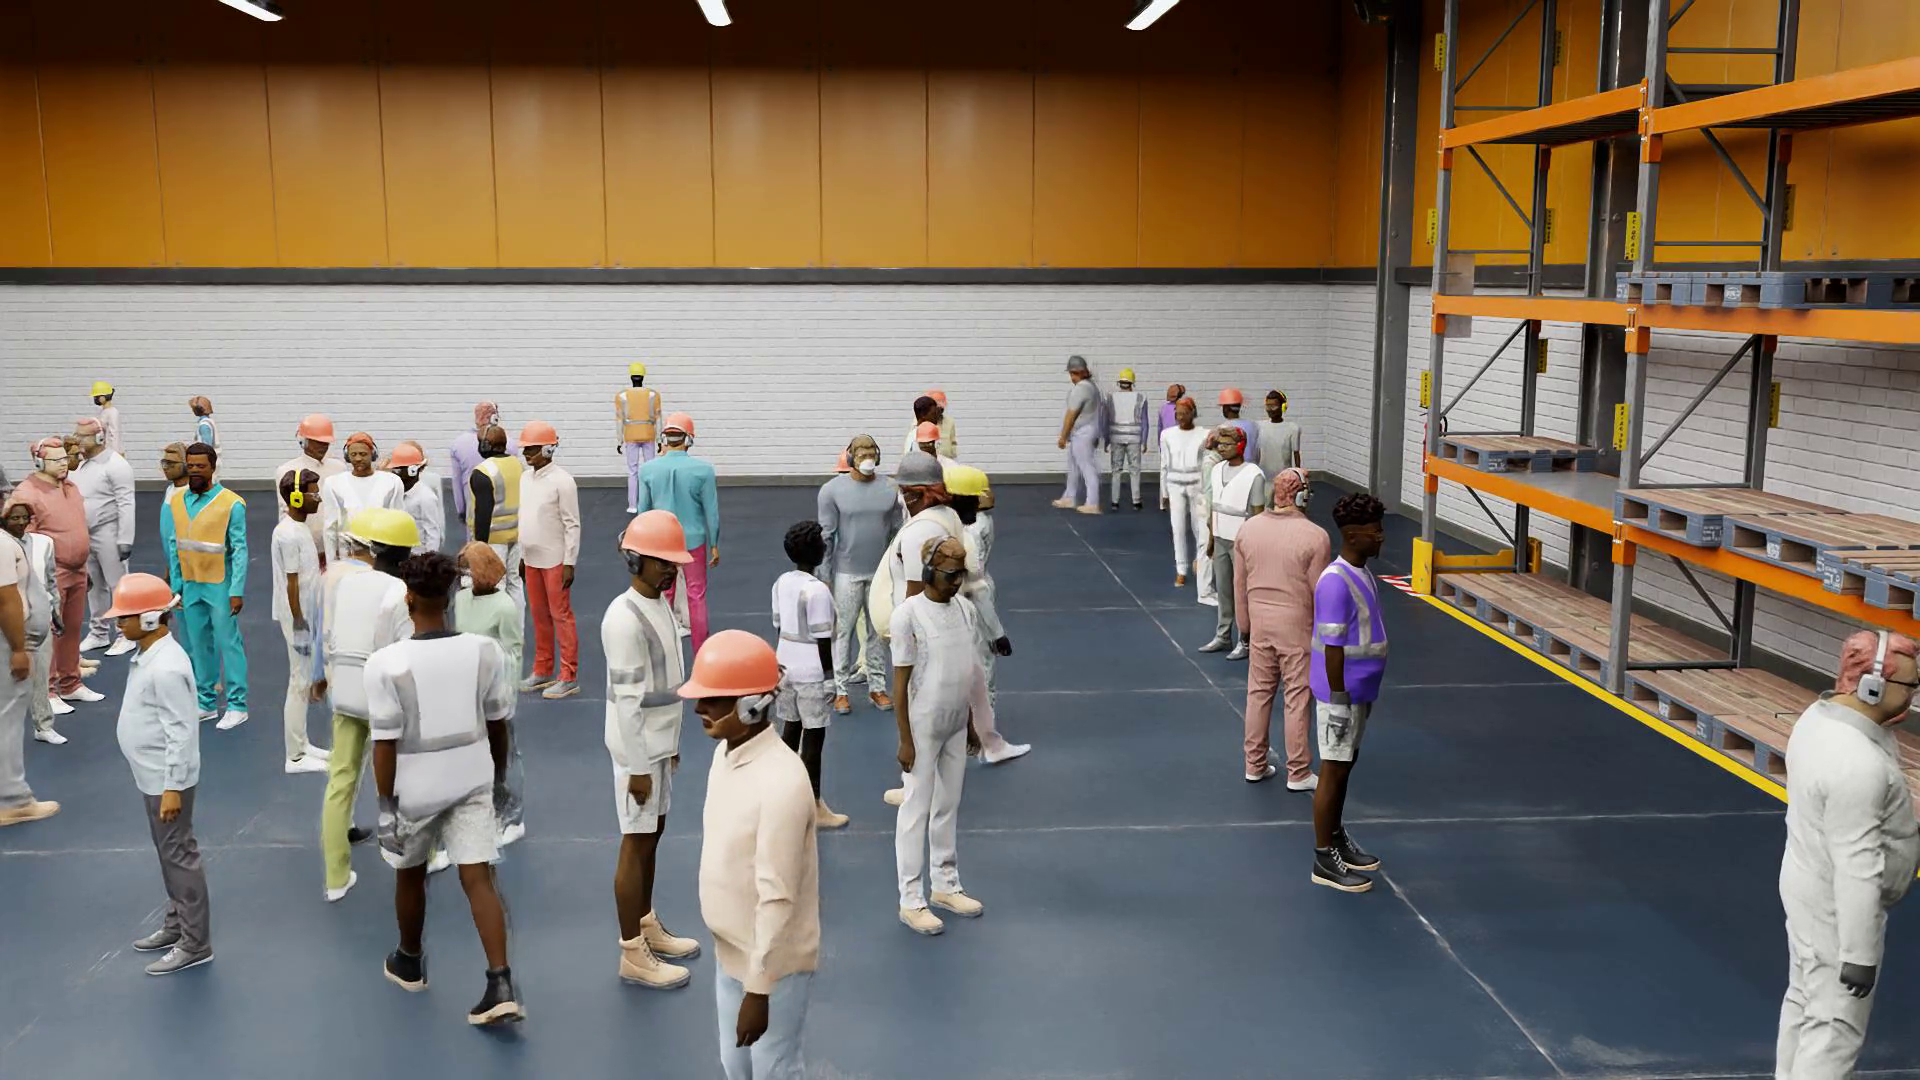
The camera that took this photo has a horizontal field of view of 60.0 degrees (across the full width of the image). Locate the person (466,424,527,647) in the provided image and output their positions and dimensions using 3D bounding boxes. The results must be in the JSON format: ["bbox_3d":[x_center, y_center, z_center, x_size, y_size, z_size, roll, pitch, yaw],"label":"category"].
[{"bbox_3d":[-3.721,-0.008,13.332,0.429,1.842,0.636,3,9,17],"label":"person"}]

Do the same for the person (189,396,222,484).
[{"bbox_3d":[-8.696,-0.847,19.237,0.315,1.638,0.515,-4,10,-21],"label":"person"}]

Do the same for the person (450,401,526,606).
[{"bbox_3d":[-4.225,-0.300,14.983,0.650,1.900,0.409,1,9,6],"label":"person"}]

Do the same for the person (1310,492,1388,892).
[{"bbox_3d":[1.934,0.735,8.274,0.368,1.966,0.603,4,10,23],"label":"person"}]

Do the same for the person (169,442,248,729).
[{"bbox_3d":[-5.026,0.300,11.149,0.593,1.922,0.392,3,9,17],"label":"person"}]

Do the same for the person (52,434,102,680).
[{"bbox_3d":[-6.738,0.125,12.527,0.335,1.838,0.509,-4,10,-22],"label":"person"}]

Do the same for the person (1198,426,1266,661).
[{"bbox_3d":[2.177,0.020,13.140,0.375,1.843,0.575,-6,11,-31],"label":"person"}]

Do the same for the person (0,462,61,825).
[{"bbox_3d":[-5.344,0.543,9.251,0.688,2.000,0.536,6,11,33],"label":"person"}]

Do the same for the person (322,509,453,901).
[{"bbox_3d":[-2.860,0.802,8.171,0.587,1.874,0.682,3,10,20],"label":"person"}]

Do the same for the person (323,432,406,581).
[{"bbox_3d":[-4.371,0.142,12.256,0.585,1.882,0.337,-3,10,-20],"label":"person"}]

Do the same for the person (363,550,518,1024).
[{"bbox_3d":[-2.093,0.999,6.797,0.615,1.921,0.994,-7,12,-39],"label":"person"}]

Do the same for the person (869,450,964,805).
[{"bbox_3d":[-0.256,0.493,9.563,0.538,2.000,0.684,2,9,14],"label":"person"}]

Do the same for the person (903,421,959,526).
[{"bbox_3d":[-0.285,-0.169,14.614,0.560,1.752,0.325,2,9,14],"label":"person"}]

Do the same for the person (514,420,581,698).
[{"bbox_3d":[-2.982,0.134,11.956,0.624,1.993,0.385,8,12,40],"label":"person"}]

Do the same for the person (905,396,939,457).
[{"bbox_3d":[-0.376,-0.373,15.383,0.372,1.917,0.596,0,9,-3],"label":"person"}]

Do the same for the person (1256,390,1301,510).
[{"bbox_3d":[3.197,-0.585,16.871,0.523,1.870,0.317,6,11,34],"label":"person"}]

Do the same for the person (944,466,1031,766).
[{"bbox_3d":[0.090,0.505,9.950,0.898,1.886,0.600,-2,9,-14],"label":"person"}]

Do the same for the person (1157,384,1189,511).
[{"bbox_3d":[2.748,-1.177,21.305,0.518,1.640,0.307,9,13,44],"label":"person"}]

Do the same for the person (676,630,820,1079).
[{"bbox_3d":[-0.632,1.246,5.033,0.407,1.988,0.619,-5,10,-27],"label":"person"}]

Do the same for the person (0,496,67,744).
[{"bbox_3d":[-5.963,0.534,10.570,0.309,1.636,0.522,5,10,30],"label":"person"}]

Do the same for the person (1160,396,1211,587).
[{"bbox_3d":[2.270,-0.506,16.451,0.593,1.860,0.842,3,9,17],"label":"person"}]

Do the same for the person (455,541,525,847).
[{"bbox_3d":[-2.514,0.811,8.846,0.501,1.631,0.283,7,11,37],"label":"person"}]

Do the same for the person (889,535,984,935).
[{"bbox_3d":[-0.102,0.884,7.730,0.342,1.843,0.507,8,12,41],"label":"person"}]

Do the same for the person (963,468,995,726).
[{"bbox_3d":[0.087,0.382,11.192,0.304,1.743,0.494,1,9,7],"label":"person"}]

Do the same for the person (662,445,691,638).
[{"bbox_3d":[-2.363,-0.002,13.919,0.312,1.642,0.512,-3,10,-18],"label":"person"}]

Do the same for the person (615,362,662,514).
[{"bbox_3d":[-4.069,-1.289,21.107,0.586,1.928,0.369,-2,9,-14],"label":"person"}]

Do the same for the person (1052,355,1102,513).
[{"bbox_3d":[1.437,-1.357,21.179,0.836,2.000,0.686,3,10,18],"label":"person"}]

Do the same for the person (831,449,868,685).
[{"bbox_3d":[-0.775,0.193,12.343,0.342,1.749,0.569,0,9,-3],"label":"person"}]

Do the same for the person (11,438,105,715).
[{"bbox_3d":[-6.259,0.241,11.568,0.404,1.906,0.651,1,9,5],"label":"person"}]

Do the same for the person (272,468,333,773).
[{"bbox_3d":[-4.010,0.492,10.154,0.329,1.861,0.504,-2,9,-13],"label":"person"}]

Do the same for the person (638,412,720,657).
[{"bbox_3d":[-2.133,0.022,12.698,0.621,1.982,0.407,1,9,4],"label":"person"}]

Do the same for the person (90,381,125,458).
[{"bbox_3d":[-10.239,-1.029,20.013,0.339,1.761,0.524,-8,12,-40],"label":"person"}]

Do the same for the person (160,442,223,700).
[{"bbox_3d":[-5.526,0.219,11.892,0.504,1.847,0.345,7,11,36],"label":"person"}]

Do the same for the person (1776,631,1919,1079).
[{"bbox_3d":[2.905,1.223,5.452,0.400,1.894,0.654,3,9,17],"label":"person"}]

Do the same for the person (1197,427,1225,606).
[{"bbox_3d":[2.334,-0.222,15.308,0.314,1.640,0.515,3,10,19],"label":"person"}]

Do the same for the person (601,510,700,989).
[{"bbox_3d":[-1.314,0.880,7.145,0.394,2.037,0.605,0,9,3],"label":"person"}]

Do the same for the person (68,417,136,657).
[{"bbox_3d":[-6.864,-0.028,13.247,0.640,1.912,0.402,4,10,25],"label":"person"}]

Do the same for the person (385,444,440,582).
[{"bbox_3d":[-4.165,0.143,12.656,0.339,1.749,0.573,-8,12,-42],"label":"person"}]

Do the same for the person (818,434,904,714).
[{"bbox_3d":[-0.674,0.231,11.520,0.635,1.938,0.351,-3,10,-20],"label":"person"}]

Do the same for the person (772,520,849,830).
[{"bbox_3d":[-0.835,0.733,9.123,0.321,1.699,0.530,-6,11,-33],"label":"person"}]

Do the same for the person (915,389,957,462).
[{"bbox_3d":[-0.249,-0.847,18.906,0.598,1.737,0.374,-7,11,-38],"label":"person"}]

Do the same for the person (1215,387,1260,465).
[{"bbox_3d":[2.759,-0.570,16.622,0.543,1.916,0.604,-4,10,-25],"label":"person"}]

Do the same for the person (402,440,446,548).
[{"bbox_3d":[-4.714,-0.053,14.331,0.493,1.607,0.508,-7,11,-36],"label":"person"}]

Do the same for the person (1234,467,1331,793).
[{"bbox_3d":[1.930,0.522,9.803,0.652,1.906,0.403,9,12,43],"label":"person"}]

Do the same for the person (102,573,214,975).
[{"bbox_3d":[-3.498,1.002,7.261,0.334,1.749,0.575,-6,11,-33],"label":"person"}]

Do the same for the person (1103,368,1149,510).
[{"bbox_3d":[2.137,-1.300,21.469,0.591,1.833,0.404,2,9,10],"label":"person"}]

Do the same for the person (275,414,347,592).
[{"bbox_3d":[-4.852,0.037,12.587,0.385,1.990,0.608,5,11,31],"label":"person"}]
